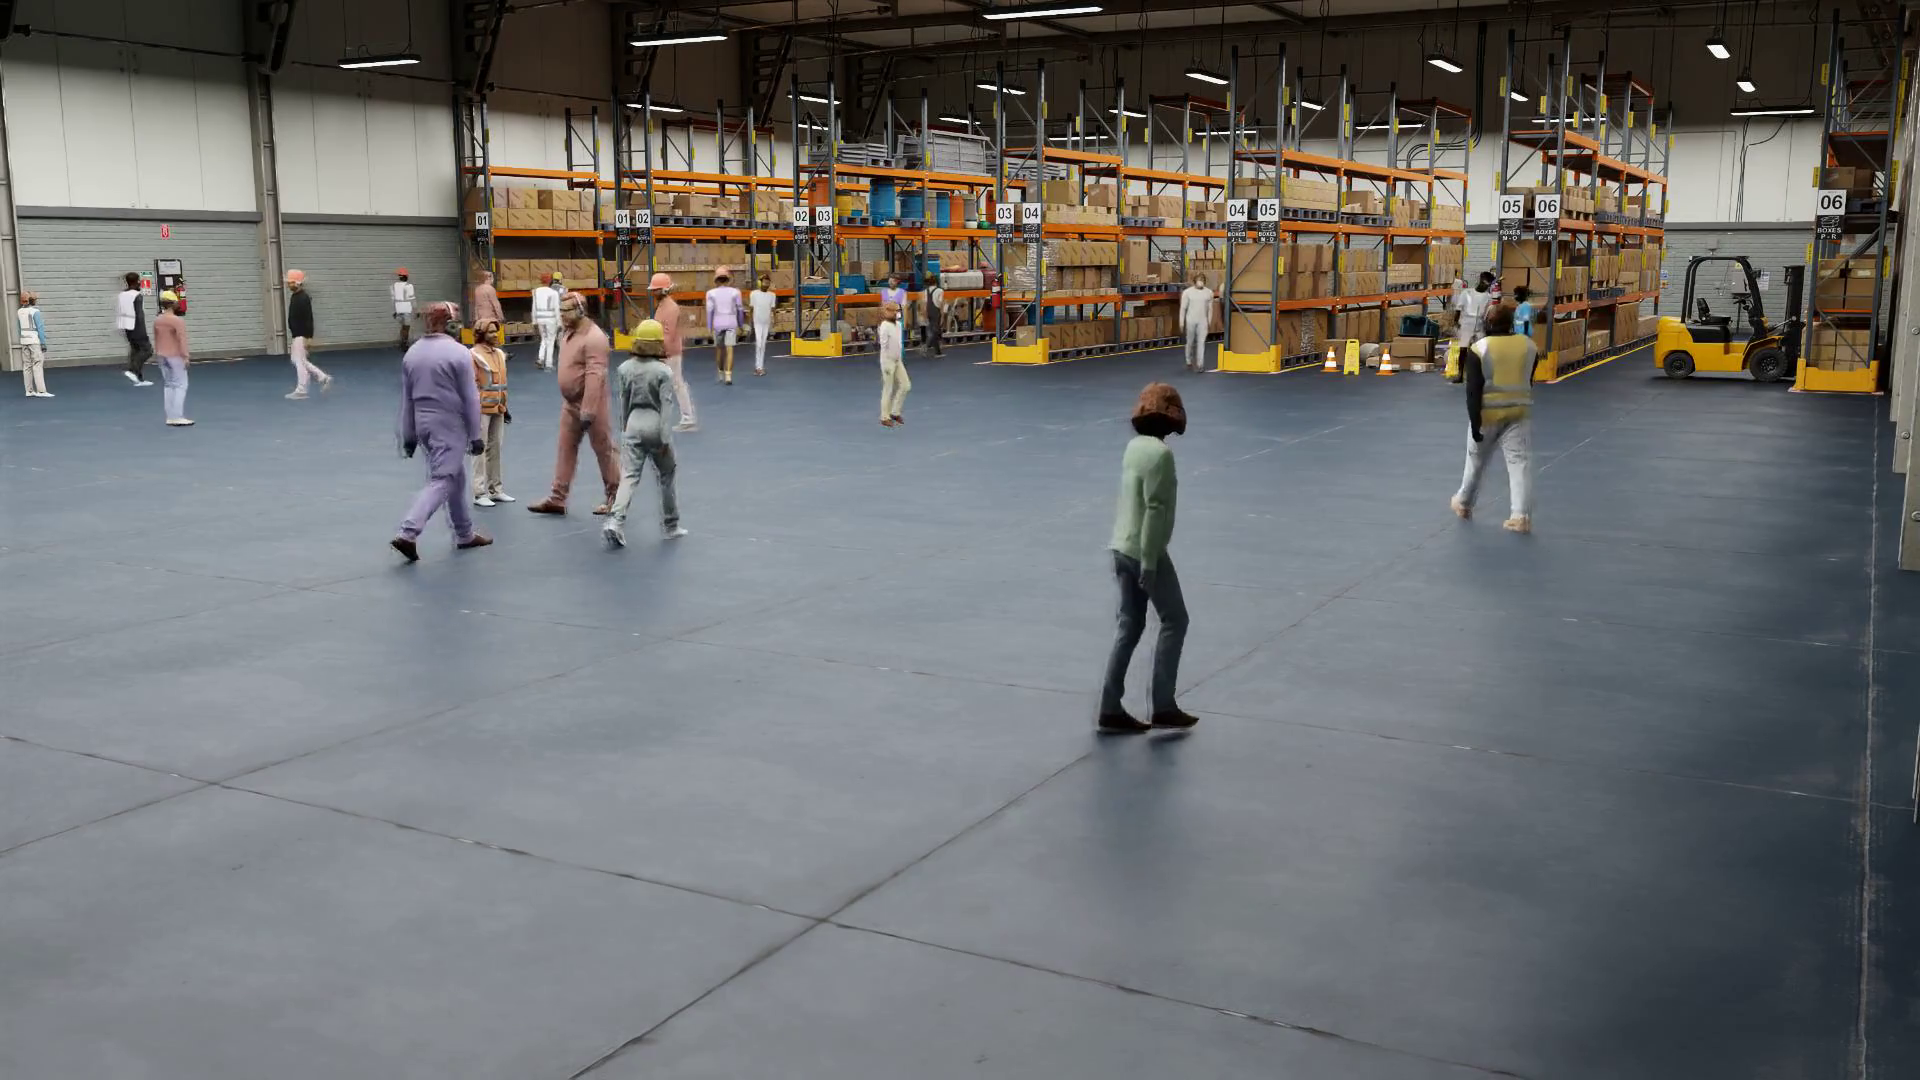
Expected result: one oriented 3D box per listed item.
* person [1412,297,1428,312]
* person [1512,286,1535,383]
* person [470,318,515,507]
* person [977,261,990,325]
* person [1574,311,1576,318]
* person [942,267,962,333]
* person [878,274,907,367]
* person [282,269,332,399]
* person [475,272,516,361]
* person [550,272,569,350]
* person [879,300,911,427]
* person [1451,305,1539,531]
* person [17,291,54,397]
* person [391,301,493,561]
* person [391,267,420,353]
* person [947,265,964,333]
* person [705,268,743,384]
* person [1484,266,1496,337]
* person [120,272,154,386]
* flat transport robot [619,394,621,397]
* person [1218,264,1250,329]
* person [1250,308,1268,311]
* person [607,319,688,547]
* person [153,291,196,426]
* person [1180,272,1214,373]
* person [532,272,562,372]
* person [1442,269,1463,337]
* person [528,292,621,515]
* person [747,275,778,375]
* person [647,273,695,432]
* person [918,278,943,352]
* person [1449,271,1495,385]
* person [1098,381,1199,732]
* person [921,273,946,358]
[{"bbox_3d":[13.009,-6.796,47.006,0.453,1.904,0.616,-6,11,-31],"label":"person"},{"bbox_3d":[9.544,-3.511,28.498,0.746,1.655,0.555,2,10,14],"label":"person"},{"bbox_3d":[-4.130,-1.121,14.571,0.310,1.642,0.514,4,10,20],"label":"person"},{"bbox_3d":[0.766,-7.563,51.169,0.628,2.027,0.724,5,11,25],"label":"person"},{"bbox_3d":[17.399,-6.691,46.590,0.429,1.846,0.627,5,11,28],"label":"person"},{"bbox_3d":[-0.230,-6.408,44.814,0.560,1.892,0.983,7,12,34],"label":"person"},{"bbox_3d":[-1.330,-4.269,32.474,0.585,1.811,0.850,4,11,24],"label":"person"},{"bbox_3d":[-10.008,-3.137,25.384,0.621,1.981,0.630,-6,12,-33],"label":"person"},{"bbox_3d":[-9.509,-4.516,33.827,0.997,1.856,0.647,-7,12,-37],"label":"person"},{"bbox_3d":[-9.252,-5.285,38.437,0.597,1.818,0.429,4,10,21],"label":"person"},{"bbox_3d":[-0.832,-2.244,21.215,0.433,1.616,0.522,5,11,28],"label":"person"},{"bbox_3d":[4.322,-0.993,13.409,0.610,1.784,1.007,-1,10,-6],"label":"person"},{"bbox_3d":[-14.304,-3.013,25.654,0.514,1.641,0.307,4,11,24],"label":"person"},{"bbox_3d":[-3.783,-0.787,12.014,0.648,1.862,0.953,7,12,35],"label":"person"},{"bbox_3d":[-12.498,-5.194,37.610,0.560,1.919,0.608,4,10,20],"label":"person"},{"bbox_3d":[-0.130,-6.708,46.487,0.586,1.921,0.385,6,11,30],"label":"person"},{"bbox_3d":[-4.028,-3.652,28.427,0.615,1.993,1.095,-1,10,-7],"label":"person"},{"bbox_3d":[13.042,-5.732,40.699,0.635,1.939,0.366,5,11,27],"label":"person"},{"bbox_3d":[-13.804,-3.526,27.858,0.613,1.908,0.440,7,12,36],"label":"person"},{"bbox_3d":[-4.916,-2.365,25.860,0.652,0.197,1.431,-1,10,-7],"label":"flat transport robot"},{"bbox_3d":[5.732,-4.779,34.820,0.694,2.000,0.638,3,10,19],"label":"person"},{"bbox_3d":[6.840,-5.344,38.490,0.571,1.914,0.612,4,10,21],"label":"person"},{"bbox_3d":[-2.385,-0.811,12.556,0.488,1.708,0.842,3,10,17],"label":"person"},{"bbox_3d":[-10.125,-2.334,21.440,0.691,1.731,0.451,4,11,24],"label":"person"},{"bbox_3d":[4.446,-4.100,31.339,0.650,1.885,1.060,-1,10,-3],"label":"person"},{"bbox_3d":[-7.772,-4.107,31.373,0.619,1.870,0.410,4,10,21],"label":"person"},{"bbox_3d":[13.142,-6.318,44.373,0.510,1.860,0.333,2,10,11],"label":"person"},{"bbox_3d":[-3.200,-1.126,13.903,0.679,1.886,0.710,-8,13,-40],"label":"person"},{"bbox_3d":[-3.568,-3.900,30.275,0.539,1.831,0.839,-5,11,-27],"label":"person"},{"bbox_3d":[-3.687,-2.280,20.420,0.882,1.951,0.618,-6,11,-30],"label":"person"},{"bbox_3d":[-0.685,-5.146,38.043,0.539,1.676,0.695,7,12,34],"label":"person"},{"bbox_3d":[8.632,-3.569,28.104,0.730,1.923,0.370,-1,10,-7],"label":"person"},{"bbox_3d":[0.860,0.080,7.606,0.539,1.600,0.532,-3,10,-16],"label":"person"},{"bbox_3d":[-0.567,-4.739,35.238,0.508,1.827,0.725,9,13,42],"label":"person"}]
